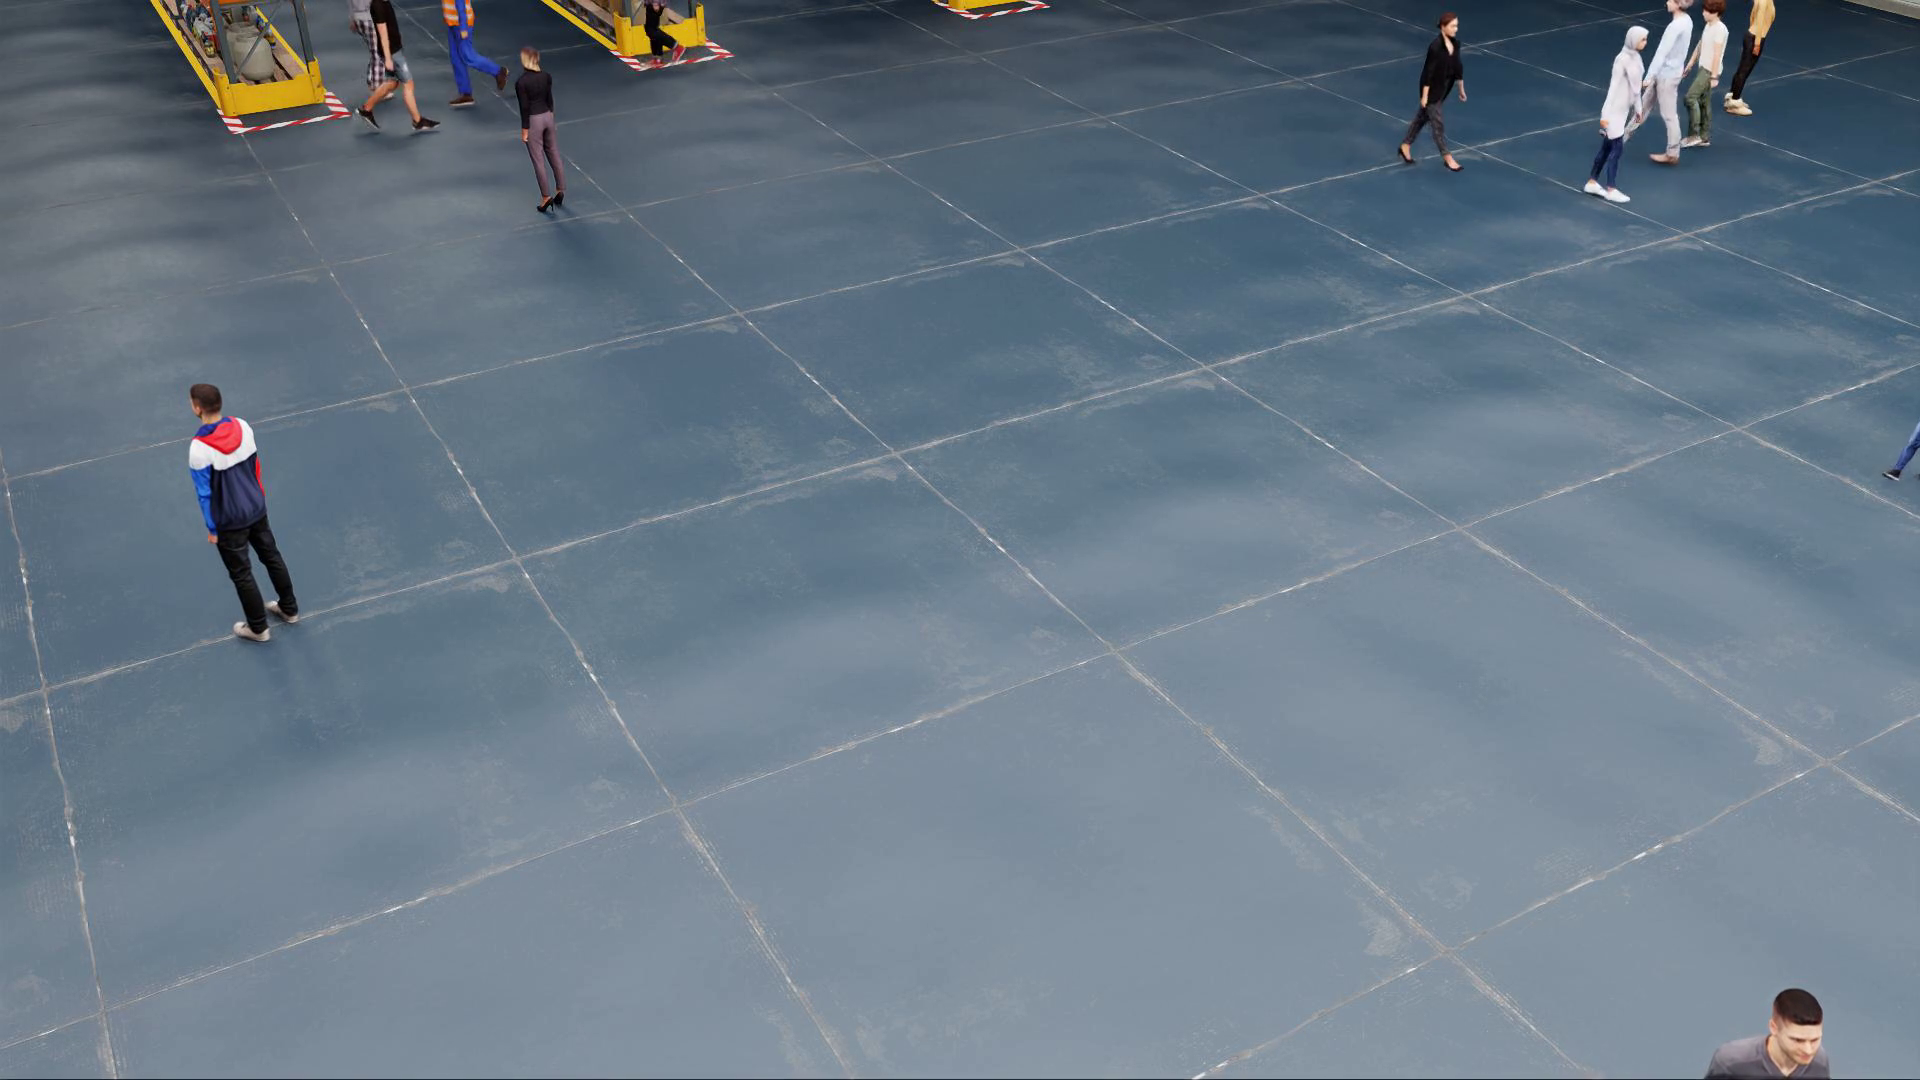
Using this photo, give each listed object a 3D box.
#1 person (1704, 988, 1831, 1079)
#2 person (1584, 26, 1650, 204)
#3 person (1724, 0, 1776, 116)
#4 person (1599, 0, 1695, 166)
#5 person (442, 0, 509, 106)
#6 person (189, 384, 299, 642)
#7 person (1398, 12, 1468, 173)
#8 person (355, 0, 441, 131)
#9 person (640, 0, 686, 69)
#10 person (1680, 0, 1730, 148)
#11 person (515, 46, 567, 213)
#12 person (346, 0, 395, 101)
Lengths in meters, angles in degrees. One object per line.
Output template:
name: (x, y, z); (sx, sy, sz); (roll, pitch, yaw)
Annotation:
person: (2.995, 2.378, 6.395); (0.695, 1.760, 0.683); (-3, 32, -5)
person: (6.709, -4.414, 17.158); (0.757, 1.766, 0.857); (-27, 41, -36)
person: (9.344, -5.881, 19.582); (0.739, 1.659, 0.684); (9, 33, 14)
person: (7.722, -4.959, 17.938); (1.262, 1.854, 1.056); (18, 36, 26)
person: (-5.857, -6.113, 19.787); (0.855, 1.833, 1.006); (-23, 39, -32)
person: (-4.532, -0.178, 10.452); (0.726, 1.757, 0.710); (14, 35, 21)
person: (5.029, -4.817, 17.880); (0.831, 1.676, 1.160); (-27, 41, -36)
person: (-6.560, -5.527, 18.871); (0.951, 1.820, 1.169); (-7, 33, -12)
person: (-3.801, -6.856, 21.044); (0.915, 1.749, 0.879); (-7, 33, -11)
person: (8.403, -5.189, 18.509); (0.805, 1.635, 0.744); (1, 32, 1)
person: (-4.252, -4.163, 16.848); (0.671, 1.671, 0.671); (20, 38, 29)
person: (-7.129, -6.168, 19.878); (0.794, 1.831, 0.884); (16, 36, 24)
